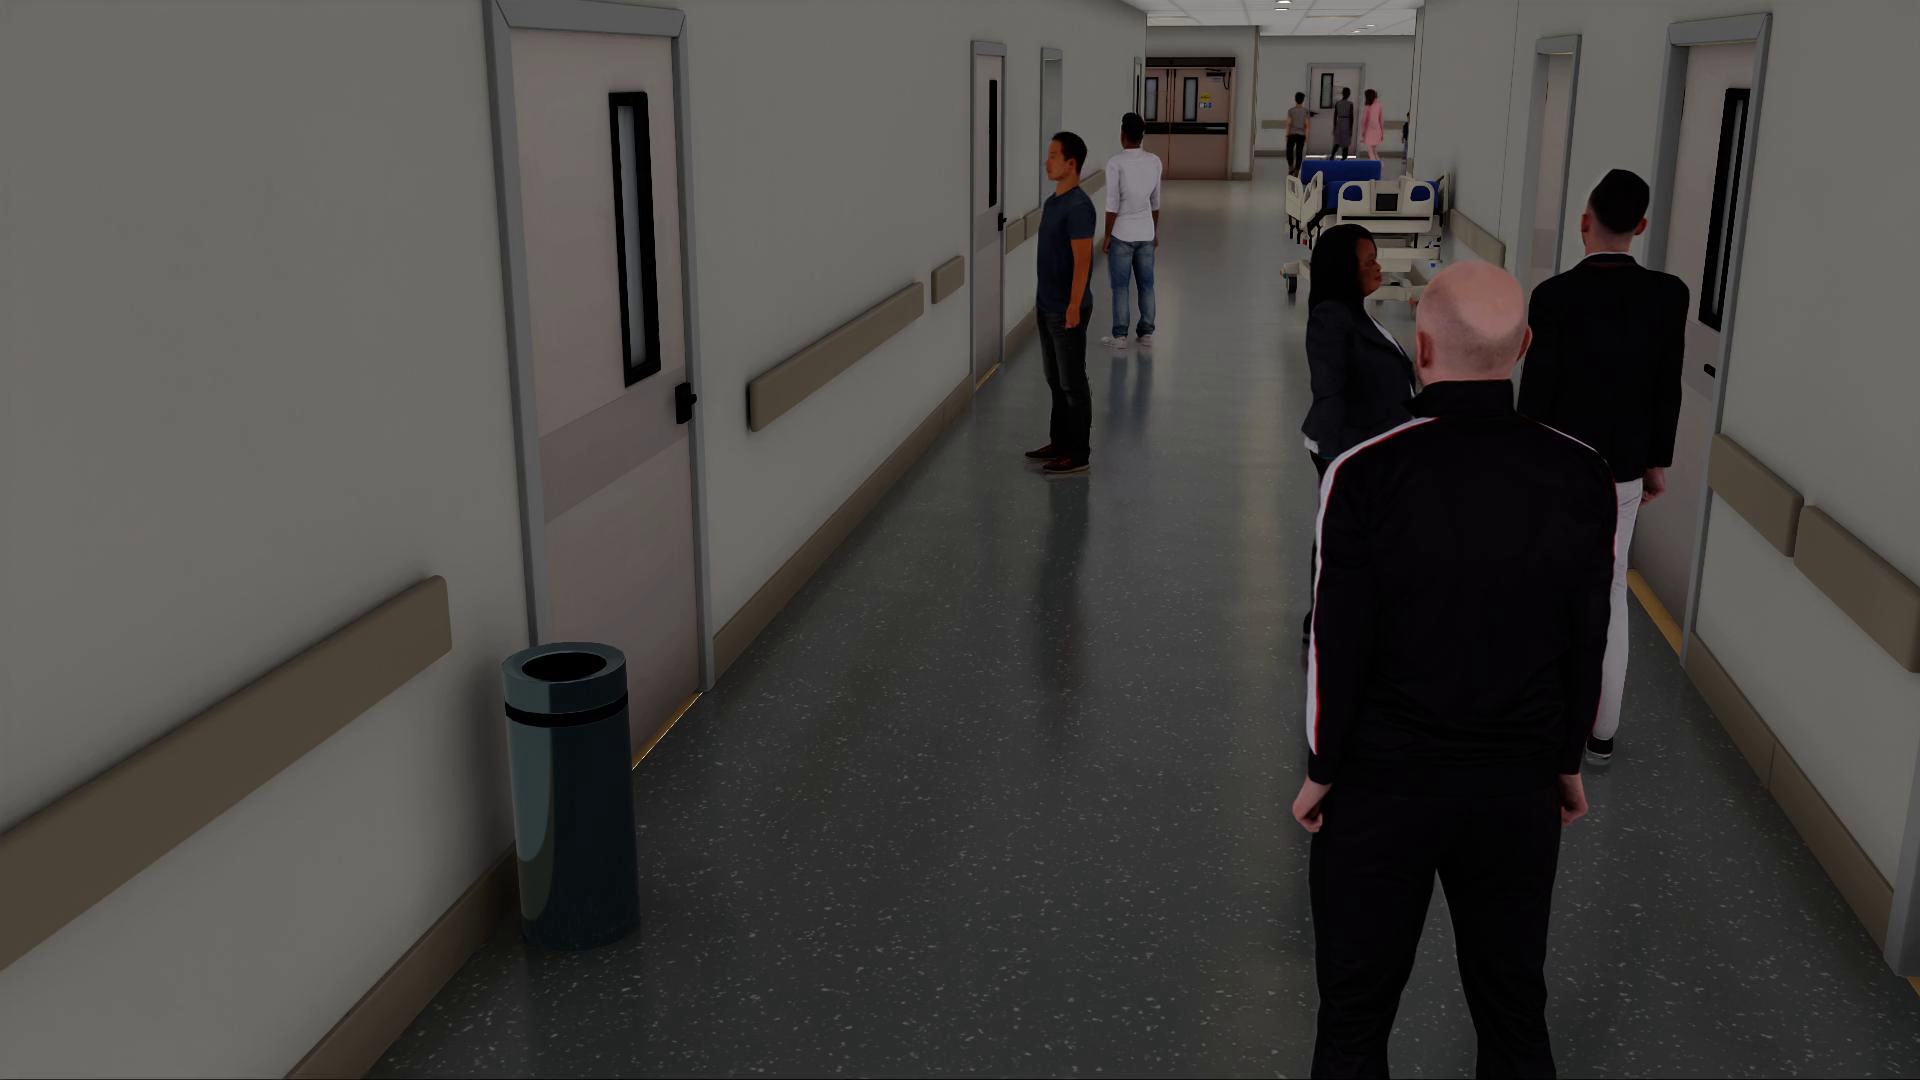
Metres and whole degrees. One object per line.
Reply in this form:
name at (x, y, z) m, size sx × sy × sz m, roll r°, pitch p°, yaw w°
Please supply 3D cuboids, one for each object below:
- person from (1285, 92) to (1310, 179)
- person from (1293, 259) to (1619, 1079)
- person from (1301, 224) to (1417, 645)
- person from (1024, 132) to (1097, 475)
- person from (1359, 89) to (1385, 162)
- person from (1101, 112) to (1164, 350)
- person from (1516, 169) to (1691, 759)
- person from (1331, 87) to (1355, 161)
person at (6.836, -8.203, 33.738) m, size 0.585 × 1.713 × 0.692 m, roll 1°, pitch 16°, yaw 5°
person at (0.826, 0.444, 2.838) m, size 0.598 × 1.837 × 0.780 m, roll -1°, pitch 16°, yaw -3°
person at (1.405, -0.345, 6.078) m, size 0.652 × 1.596 × 0.671 m, roll 4°, pitch 16°, yaw 13°
person at (0.575, -1.281, 9.005) m, size 0.700 × 1.810 × 0.735 m, roll -4°, pitch 16°, yaw -15°
person at (8.158, -7.957, 32.753) m, size 0.724 × 1.772 × 0.810 m, roll -4°, pitch 16°, yaw -15°
person at (1.350, -2.434, 13.084) m, size 0.692 × 1.816 × 0.798 m, roll -6°, pitch 17°, yaw -20°
person at (1.943, -0.210, 5.144) m, size 0.579 × 1.844 × 0.766 m, roll -1°, pitch 16°, yaw -4°
person at (8.140, -8.741, 35.545) m, size 1.074 × 1.767 × 0.945 m, roll 10°, pitch 19°, yaw 32°
